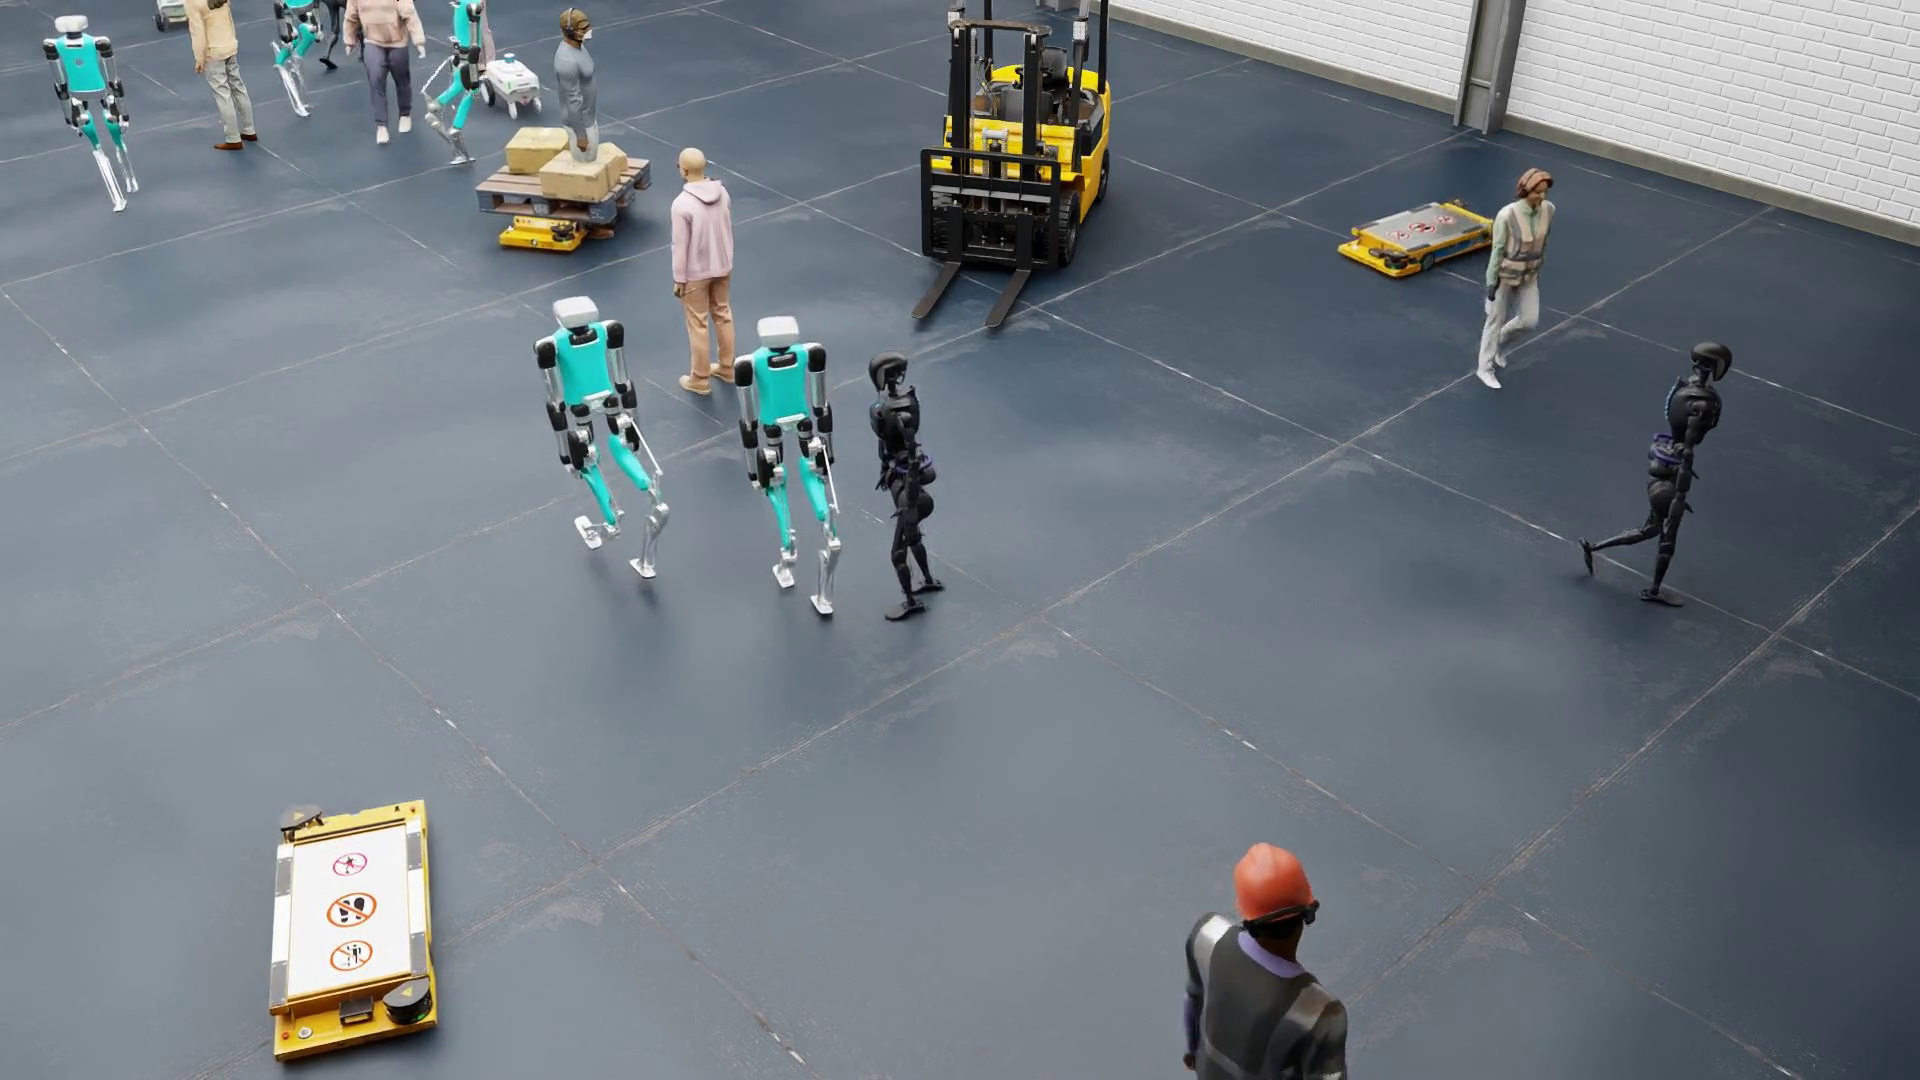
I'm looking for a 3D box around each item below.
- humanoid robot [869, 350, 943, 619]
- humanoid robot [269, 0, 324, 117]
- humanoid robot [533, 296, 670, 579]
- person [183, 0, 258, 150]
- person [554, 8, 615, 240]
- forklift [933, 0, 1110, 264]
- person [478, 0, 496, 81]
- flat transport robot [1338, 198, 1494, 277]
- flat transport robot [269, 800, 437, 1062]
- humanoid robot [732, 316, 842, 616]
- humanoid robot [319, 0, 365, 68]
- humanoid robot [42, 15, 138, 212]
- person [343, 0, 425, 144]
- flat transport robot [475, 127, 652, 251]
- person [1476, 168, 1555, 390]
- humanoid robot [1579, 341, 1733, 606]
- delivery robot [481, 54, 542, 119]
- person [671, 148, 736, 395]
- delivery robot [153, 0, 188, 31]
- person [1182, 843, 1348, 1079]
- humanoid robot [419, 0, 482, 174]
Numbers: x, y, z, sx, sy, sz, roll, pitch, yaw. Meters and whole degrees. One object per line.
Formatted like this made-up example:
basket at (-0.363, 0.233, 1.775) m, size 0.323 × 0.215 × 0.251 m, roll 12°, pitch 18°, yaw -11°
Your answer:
humanoid robot at (-0.293, -0.336, 9.408) m, size 0.477 × 1.633 × 0.585 m, roll -12°, pitch 35°, yaw -18°
humanoid robot at (-6.773, -5.136, 16.756) m, size 0.757 × 1.836 × 0.531 m, roll 17°, pitch 37°, yaw 24°
humanoid robot at (-2.010, -0.510, 9.595) m, size 0.531 × 1.721 × 0.999 m, roll -21°, pitch 39°, yaw -29°
person at (-7.082, -4.671, 15.880) m, size 0.414 × 1.876 × 0.553 m, roll 9°, pitch 34°, yaw 13°
person at (-3.190, -3.511, 14.040) m, size 0.352 × 1.937 × 0.634 m, roll -3°, pitch 33°, yaw -5°
forklift at (0.570, -3.725, 14.138) m, size 1.214 × 2.155 × 2.313 m, roll 9°, pitch 34°, yaw 13°
person at (-5.238, -5.809, 17.728) m, size 0.310 × 1.767 × 0.532 m, roll -28°, pitch 43°, yaw -36°
flat transport robot at (3.958, -2.571, 14.124) m, size 1.431 × 0.231 × 0.659 m, roll -21°, pitch 38°, yaw -29°
flat transport robot at (-2.751, 1.702, 7.557) m, size 0.659 × 0.231 × 1.431 m, roll -9°, pitch 34°, yaw -14°
humanoid robot at (-0.900, -0.329, 9.354) m, size 0.547 × 1.776 × 0.868 m, roll -12°, pitch 35°, yaw -18°
humanoid robot at (-6.814, -5.995, 18.137) m, size 0.613 × 1.651 × 0.698 m, roll 13°, pitch 35°, yaw 20°
humanoid robot at (-7.576, -3.776, 14.708) m, size 0.546 × 1.857 × 0.845 m, roll -9°, pitch 34°, yaw -13°
person at (-5.562, -4.770, 16.069) m, size 0.806 × 1.828 × 0.867 m, roll -5°, pitch 33°, yaw -8°
flat transport robot at (-3.451, -2.924, 14.668) m, size 0.659 × 0.231 × 1.431 m, roll 7°, pitch 34°, yaw 11°
person at (3.920, -1.842, 11.763) m, size 0.519 × 1.628 × 0.378 m, roll -12°, pitch 35°, yaw -17°
humanoid robot at (3.981, -0.390, 9.490) m, size 0.633 × 1.635 × 0.589 m, roll 10°, pitch 34°, yaw 16°
delivery robot at (-4.604, -4.712, 17.131) m, size 0.499 × 0.570 × 0.747 m, roll -19°, pitch 37°, yaw -26°
person at (-1.781, -1.873, 11.672) m, size 0.409 × 1.776 × 0.538 m, roll 24°, pitch 40°, yaw 32°
delivery robot at (-9.286, -6.374, 19.711) m, size 0.499 × 0.598 × 0.777 m, roll -10°, pitch 34°, yaw -15°
person at (1.027, 1.896, 5.665) m, size 0.419 × 2.019 × 0.725 m, roll -26°, pitch 41°, yaw -34°
humanoid robot at (-4.719, -4.223, 15.401) m, size 0.792 × 1.856 × 0.538 m, roll -18°, pitch 37°, yaw -25°
